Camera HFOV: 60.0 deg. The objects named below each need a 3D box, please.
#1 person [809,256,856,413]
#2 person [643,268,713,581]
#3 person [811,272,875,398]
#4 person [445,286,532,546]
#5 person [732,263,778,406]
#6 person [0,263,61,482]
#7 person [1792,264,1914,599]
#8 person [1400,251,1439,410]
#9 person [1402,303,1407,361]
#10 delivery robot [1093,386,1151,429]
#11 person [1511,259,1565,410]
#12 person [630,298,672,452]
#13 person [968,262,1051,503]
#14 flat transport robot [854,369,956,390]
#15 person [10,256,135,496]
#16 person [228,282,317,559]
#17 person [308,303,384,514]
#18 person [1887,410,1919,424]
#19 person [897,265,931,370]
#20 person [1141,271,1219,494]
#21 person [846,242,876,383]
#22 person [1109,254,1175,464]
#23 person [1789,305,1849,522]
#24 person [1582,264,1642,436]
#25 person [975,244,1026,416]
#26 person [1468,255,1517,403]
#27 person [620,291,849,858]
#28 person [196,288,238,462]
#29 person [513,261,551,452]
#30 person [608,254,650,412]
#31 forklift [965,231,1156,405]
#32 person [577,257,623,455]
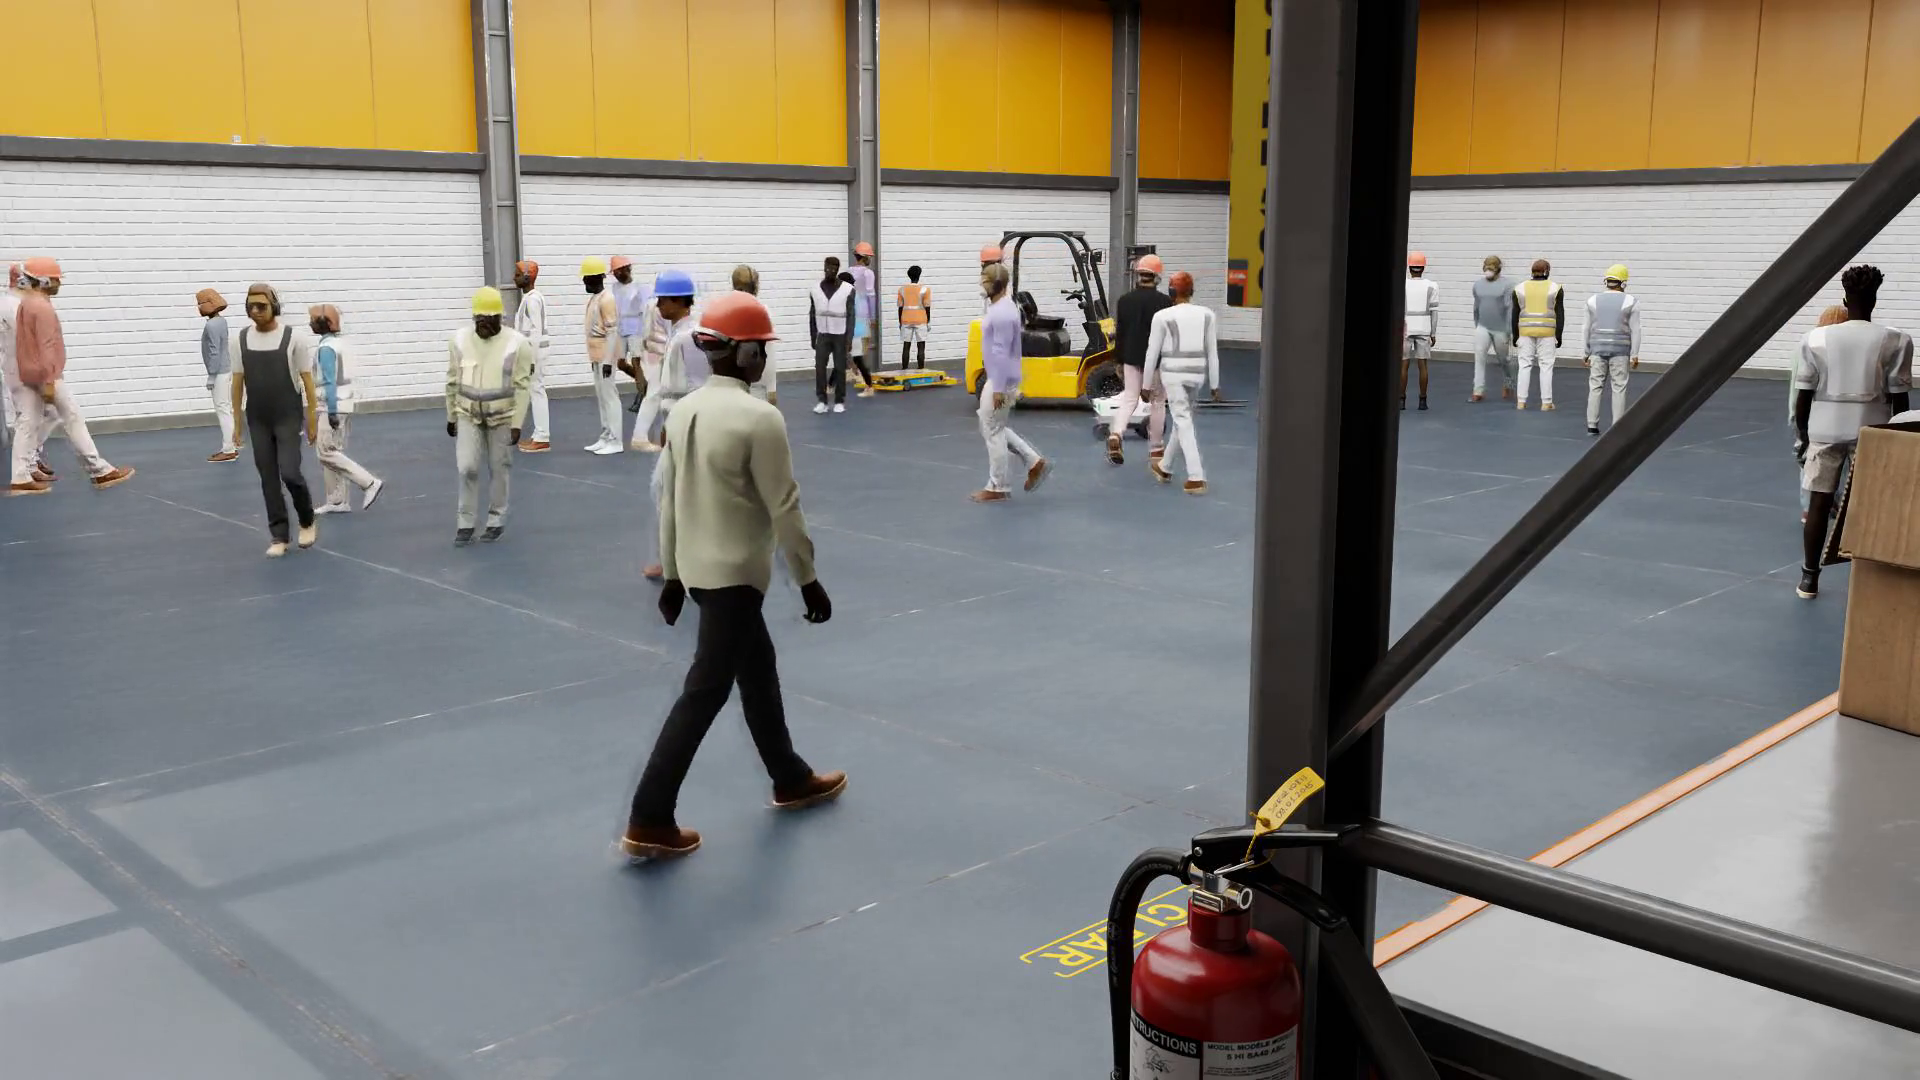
[{"bbox_3d":[-1.526,-2.440,19.888,0.603,1.881,0.735,2,11,12],"label":"person"},{"bbox_3d":[-1.784,-0.702,10.280,0.664,1.922,0.639,-3,11,-15],"label":"person"},{"bbox_3d":[-1.509,-2.678,21.796,0.861,1.644,0.551,0,10,-2],"label":"person"},{"bbox_3d":[-3.249,-0.839,11.427,0.631,1.784,0.611,0,10,-2],"label":"person"},{"bbox_3d":[-1.759,-1.215,13.113,0.629,1.918,0.723,9,13,39],"label":"person"},{"bbox_3d":[-8.029,-1.430,14.374,0.427,1.898,0.658,-5,11,-24],"label":"person"},{"bbox_3d":[5.175,-0.611,9.678,0.607,1.967,0.367,7,12,32],"label":"person"},{"bbox_3d":[5.552,-2.552,20.329,0.545,1.942,0.354,2,11,9],"label":"person"},{"bbox_3d":[4.764,-2.138,18.674,0.554,1.738,0.600,-2,11,-12],"label":"person"},{"bbox_3d":[1.760,-1.375,17.441,0.707,0.478,0.477,-1,10,-4],"label":"delivery robot"},{"bbox_3d":[7.067,-2.502,20.352,0.621,1.837,0.429,6,12,28],"label":"person"},{"bbox_3d":[-2.845,-1.760,16.433,0.962,1.793,0.617,-1,10,-7],"label":"person"},{"bbox_3d":[0.387,-1.248,13.296,0.579,1.925,0.634,0,10,-2],"label":"person"},{"bbox_3d":[-0.758,-2.243,23.204,0.652,0.197,1.431,9,13,40],"label":"flat transport robot"},{"bbox_3d":[-7.475,-1.364,13.807,0.636,1.944,0.986,10,14,42],"label":"person"},{"bbox_3d":[-4.531,-0.783,11.000,0.513,1.833,0.410,0,10,0],"label":"person"},{"bbox_3d":[-4.725,-0.988,12.674,0.476,1.624,0.519,-2,11,-11],"label":"person"},{"bbox_3d":[3.308,0.196,5.558,0.315,1.865,0.526,-9,14,-40],"label":"person"},{"bbox_3d":[-0.675,-3.207,24.591,0.536,1.693,0.317,4,11,18],"label":"person"},{"bbox_3d":[1.825,-1.333,13.989,0.597,1.824,1.000,-4,11,-22],"label":"person"},{"bbox_3d":[-1.417,-3.282,24.083,0.429,2.033,0.608,-9,14,-41],"label":"person"},{"bbox_3d":[1.700,-1.682,15.546,0.624,1.965,0.908,6,12,28],"label":"person"},{"bbox_3d":[6.447,-0.936,12.399,0.508,1.622,0.397,7,12,33],"label":"person"},{"bbox_3d":[6.906,-2.003,17.633,0.599,1.830,0.403,8,13,37],"label":"person"},{"bbox_3d":[0.431,-2.461,19.594,0.501,2.028,0.641,2,11,13],"label":"person"},{"bbox_3d":[6.908,-2.716,21.388,0.644,1.900,0.981,10,14,42],"label":"person"},{"bbox_3d":[-0.818,0.113,5.817,1.016,1.949,0.618,-8,13,-35],"label":"person"},{"bbox_3d":[-7.029,-1.556,15.744,0.289,1.633,0.497,-2,11,-13],"label":"person"},{"bbox_3d":[-4.229,-1.807,16.431,0.354,1.883,0.573,-3,11,-14],"label":"person"},{"bbox_3d":[-3.993,-2.540,20.346,0.595,1.905,0.610,6,12,30],"label":"person"},{"bbox_3d":[1.222,-2.721,20.561,2.313,2.155,1.214,2,11,13],"label":"forklift"},{"bbox_3d":[-3.506,-1.793,16.243,0.384,1.923,0.590,-5,11,-24],"label":"person"}]
